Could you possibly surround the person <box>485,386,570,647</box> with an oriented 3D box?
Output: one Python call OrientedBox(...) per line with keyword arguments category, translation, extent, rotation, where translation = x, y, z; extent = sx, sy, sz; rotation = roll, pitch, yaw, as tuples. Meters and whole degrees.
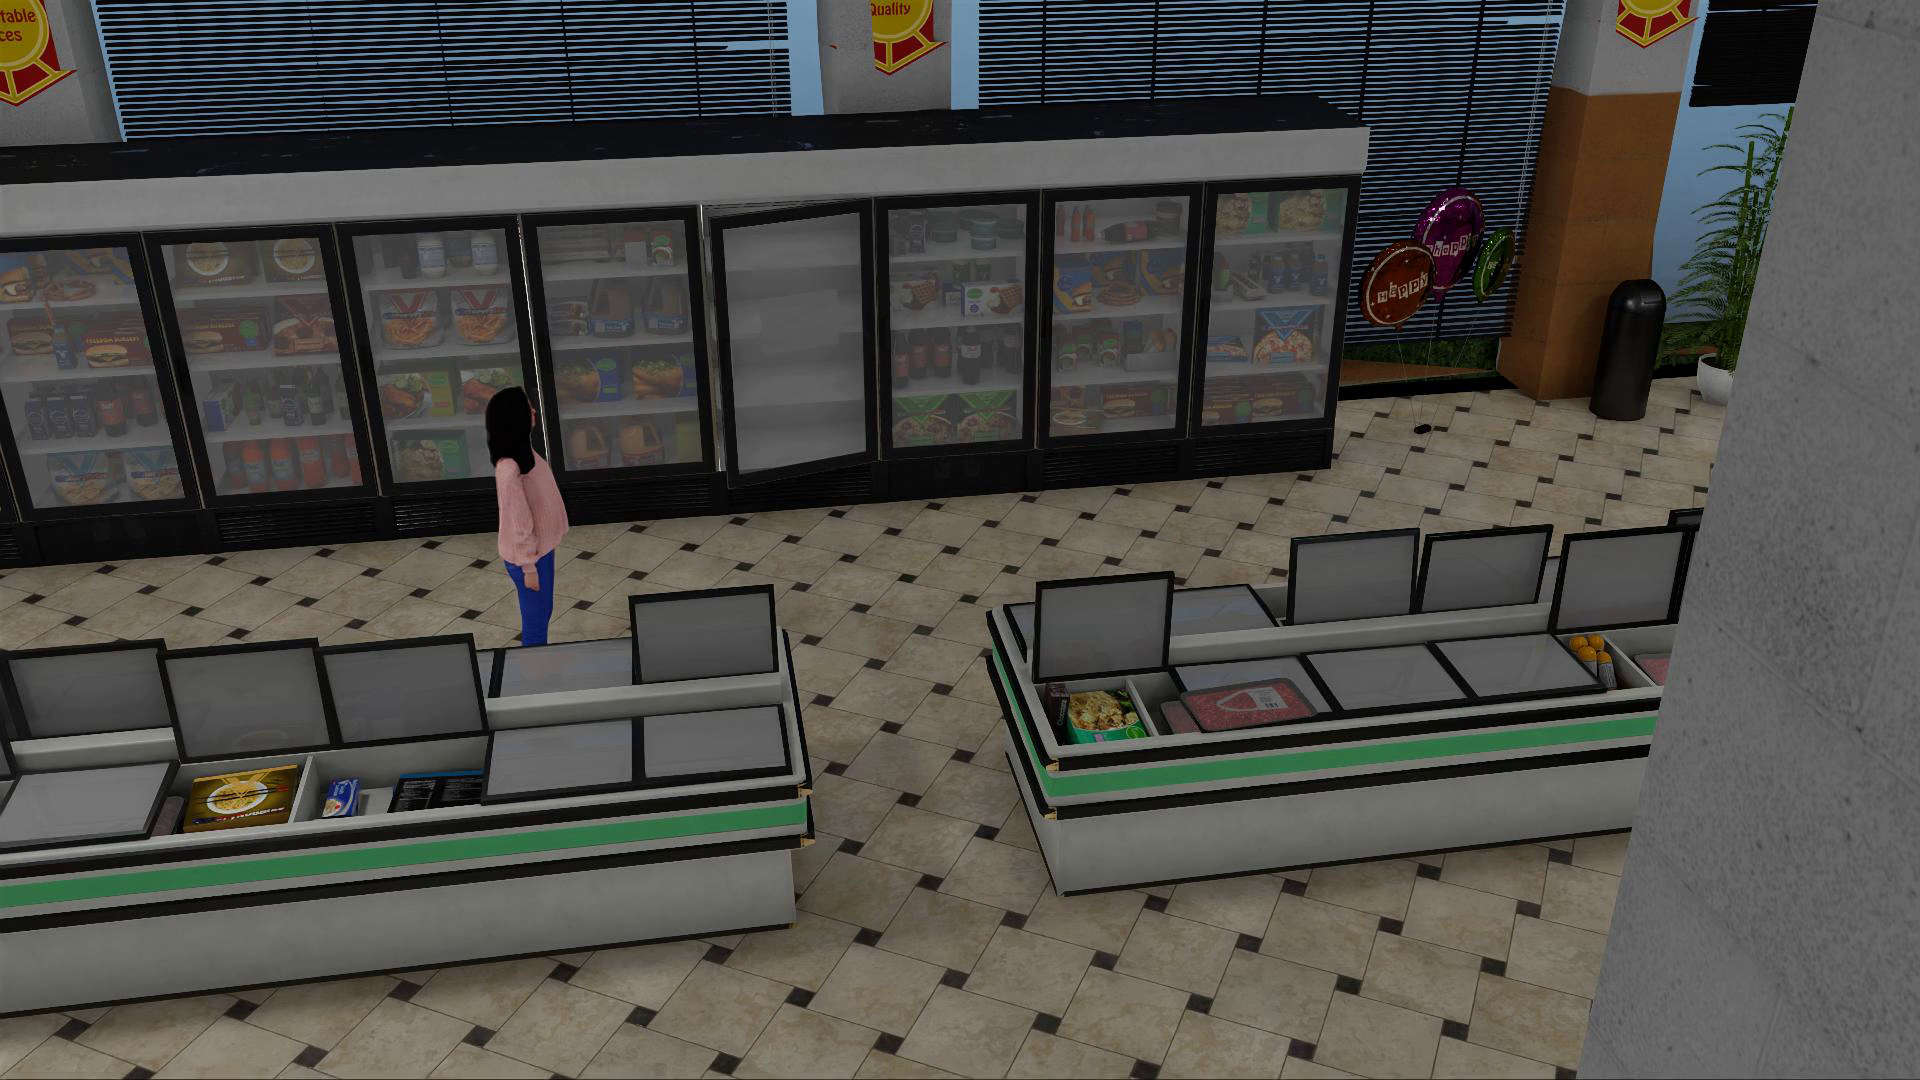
OrientedBox(category="person", translation=(-2.108, 0.080, 8.146), extent=(0.574, 1.769, 0.662), rotation=(-2, 27, -3))
